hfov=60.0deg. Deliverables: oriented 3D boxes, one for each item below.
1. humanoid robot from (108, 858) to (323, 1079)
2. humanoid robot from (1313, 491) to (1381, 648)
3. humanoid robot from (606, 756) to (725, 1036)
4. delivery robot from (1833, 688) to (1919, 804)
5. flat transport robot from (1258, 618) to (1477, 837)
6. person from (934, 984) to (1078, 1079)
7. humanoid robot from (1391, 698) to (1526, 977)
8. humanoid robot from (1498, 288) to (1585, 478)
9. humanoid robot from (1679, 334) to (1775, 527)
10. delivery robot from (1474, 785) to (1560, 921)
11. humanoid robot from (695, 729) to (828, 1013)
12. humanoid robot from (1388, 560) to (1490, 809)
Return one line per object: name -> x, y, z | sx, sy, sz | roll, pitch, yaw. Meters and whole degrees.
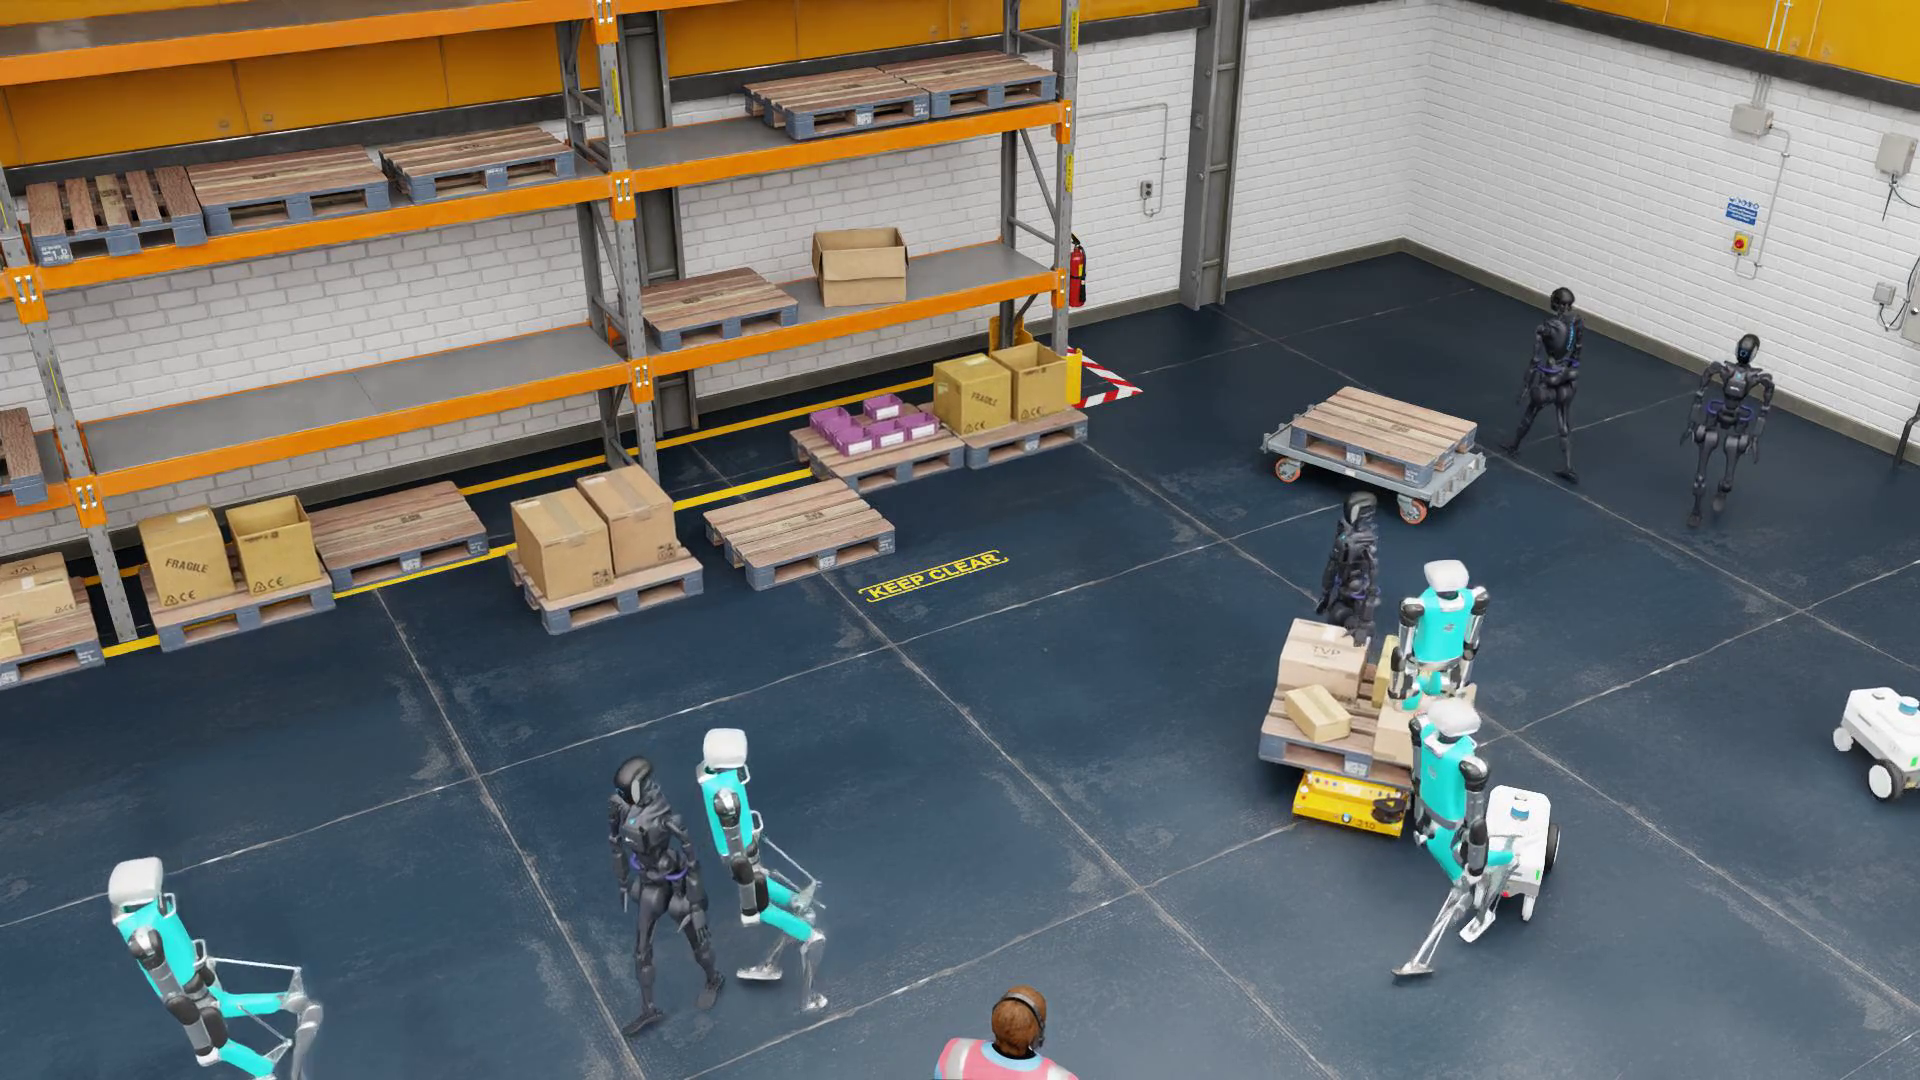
humanoid robot -> -3.368, 2.132, 7.710 | 1.013, 1.722, 0.538 | -13, 32, -22
humanoid robot -> 2.528, 0.446, 10.788 | 0.635, 1.648, 0.605 | -7, 30, -13
humanoid robot -> -1.507, 1.779, 8.406 | 0.598, 1.634, 0.630 | 15, 33, 24
delivery robot -> 5.896, 1.282, 10.433 | 0.499, 0.613, 0.796 | -4, 30, -8
flat transport robot -> 2.584, 1.333, 10.615 | 0.659, 0.231, 1.431 | 10, 31, 18
person -> 0.211, 2.564, 6.854 | 0.628, 1.836, 0.431 | 11, 31, 18
humanoid robot -> 2.752, 1.536, 8.808 | 0.951, 1.755, 0.543 | -13, 32, -21
humanoid robot -> 4.988, -1.351, 13.989 | 0.600, 1.618, 0.834 | -14, 32, -23
humanoid robot -> 6.047, -0.905, 13.143 | 0.600, 1.637, 0.485 | 15, 33, 25
delivery robot -> 3.189, 1.759, 9.590 | 0.499, 0.614, 0.808 | 10, 31, 18
humanoid robot -> -0.908, 1.711, 8.491 | 0.776, 1.824, 0.531 | -8, 30, -13
humanoid robot -> 2.751, 0.795, 10.109 | 0.569, 1.803, 0.802 | -5, 30, -9
